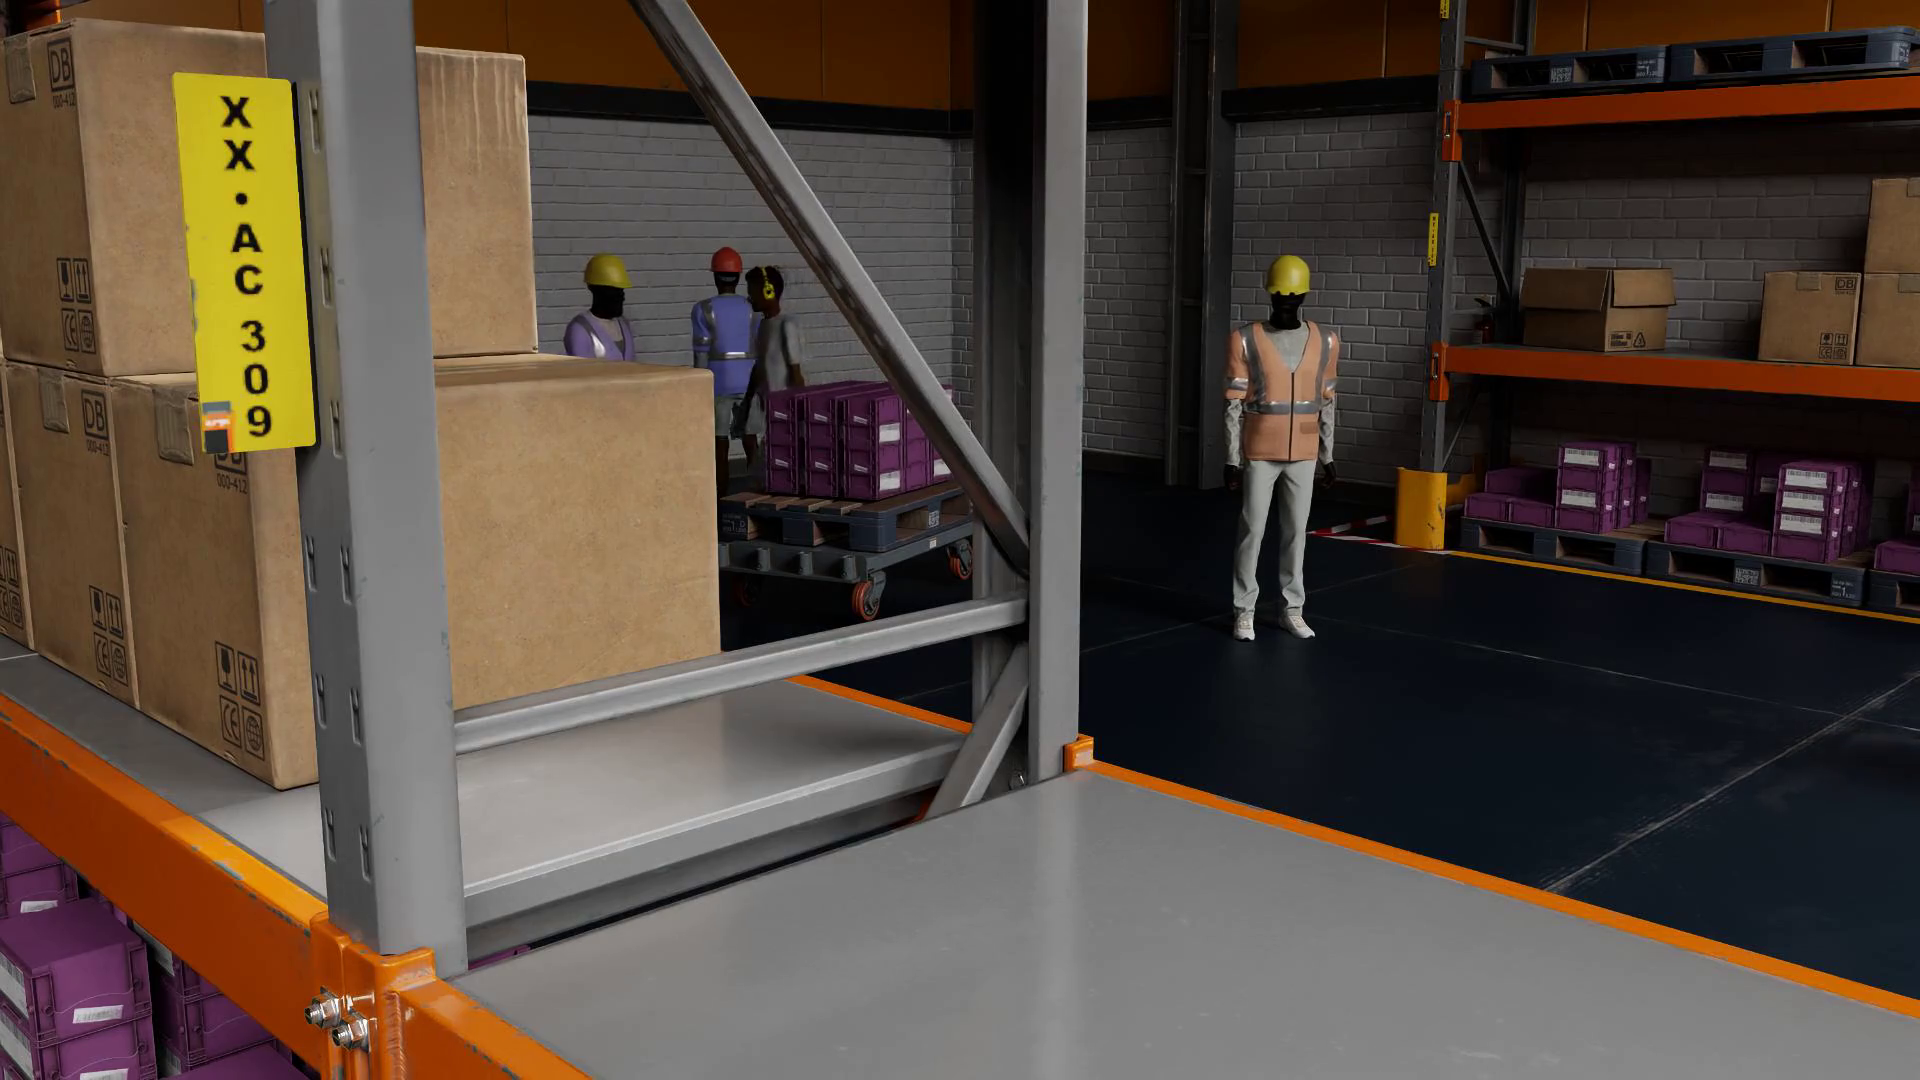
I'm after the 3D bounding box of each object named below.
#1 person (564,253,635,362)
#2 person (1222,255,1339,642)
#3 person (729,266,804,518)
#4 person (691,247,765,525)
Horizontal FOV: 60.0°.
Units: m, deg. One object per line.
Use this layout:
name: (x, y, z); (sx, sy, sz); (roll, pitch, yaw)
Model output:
person: (-1.982, -0.649, 9.404); (0.403, 1.918, 0.623); (3, 11, 17)
person: (1.602, -0.446, 8.294); (0.594, 1.922, 0.374); (-2, 11, -9)
person: (-1.207, -0.762, 10.278); (0.858, 1.825, 0.500); (-4, 11, -22)
person: (-1.609, -1.069, 11.650); (0.542, 1.939, 0.364); (-4, 11, -21)
